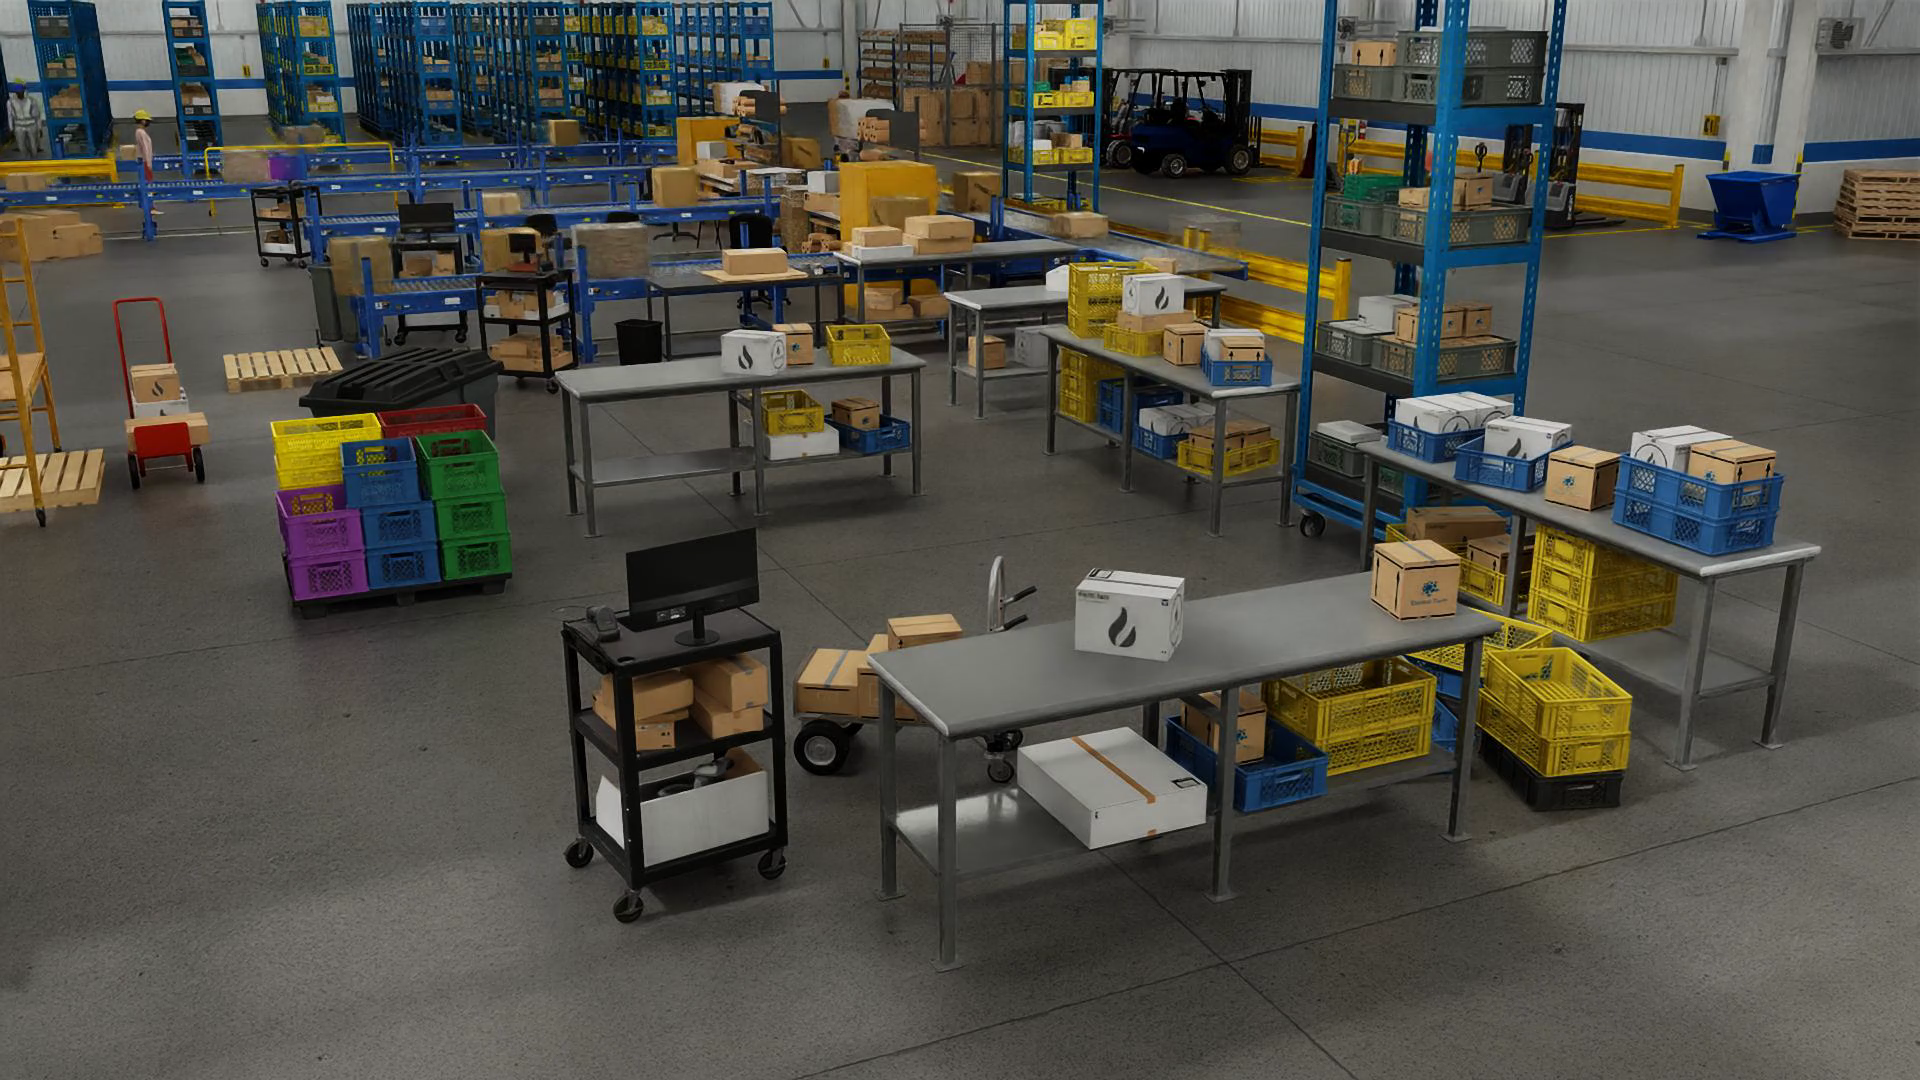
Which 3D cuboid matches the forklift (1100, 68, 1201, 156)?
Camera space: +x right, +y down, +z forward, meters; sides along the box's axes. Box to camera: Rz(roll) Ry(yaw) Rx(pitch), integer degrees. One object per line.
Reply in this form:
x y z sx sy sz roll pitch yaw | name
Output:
4.082 -9.564 37.410 2.680 1.987 1.157 -8 19 -23 | forklift

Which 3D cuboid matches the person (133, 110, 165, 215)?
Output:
-13.951 -6.471 28.538 0.329 1.764 0.524 -11 21 -32 | person

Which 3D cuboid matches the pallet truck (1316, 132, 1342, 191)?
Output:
7.723 -7.504 32.656 1.601 1.201 0.680 -8 19 -23 | pallet truck

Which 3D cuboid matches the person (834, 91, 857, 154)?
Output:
-2.236 -7.721 32.242 0.401 1.904 0.648 12 21 33 | person

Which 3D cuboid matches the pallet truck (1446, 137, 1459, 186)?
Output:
9.184 -6.485 29.328 1.630 1.274 0.653 -8 19 -23 | pallet truck

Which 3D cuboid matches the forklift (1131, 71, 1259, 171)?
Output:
4.998 -8.936 35.413 2.680 1.987 1.157 -9 20 -25 | forklift

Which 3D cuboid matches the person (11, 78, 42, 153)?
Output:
-23.303 -10.517 41.211 0.804 1.799 0.612 -8 19 -24 | person

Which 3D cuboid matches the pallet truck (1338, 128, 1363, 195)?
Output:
7.845 -7.140 31.411 1.522 1.261 0.704 -9 20 -25 | pallet truck

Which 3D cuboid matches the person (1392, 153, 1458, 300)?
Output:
4.758 -2.912 16.917 0.637 2.008 0.868 2 18 8 | person

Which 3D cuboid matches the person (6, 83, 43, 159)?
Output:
-19.935 -8.761 35.504 0.639 1.905 0.937 -9 20 -27 | person

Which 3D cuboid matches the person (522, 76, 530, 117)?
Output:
-11.685 -11.659 44.754 0.388 1.837 0.563 -8 19 -24 | person

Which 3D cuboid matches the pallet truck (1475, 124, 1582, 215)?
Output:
9.707 -6.455 28.103 1.885 1.965 0.823 -7 19 -20 | pallet truck

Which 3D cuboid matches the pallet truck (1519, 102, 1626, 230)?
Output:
9.972 -6.037 26.785 1.885 1.965 0.823 -9 20 -25 | pallet truck
